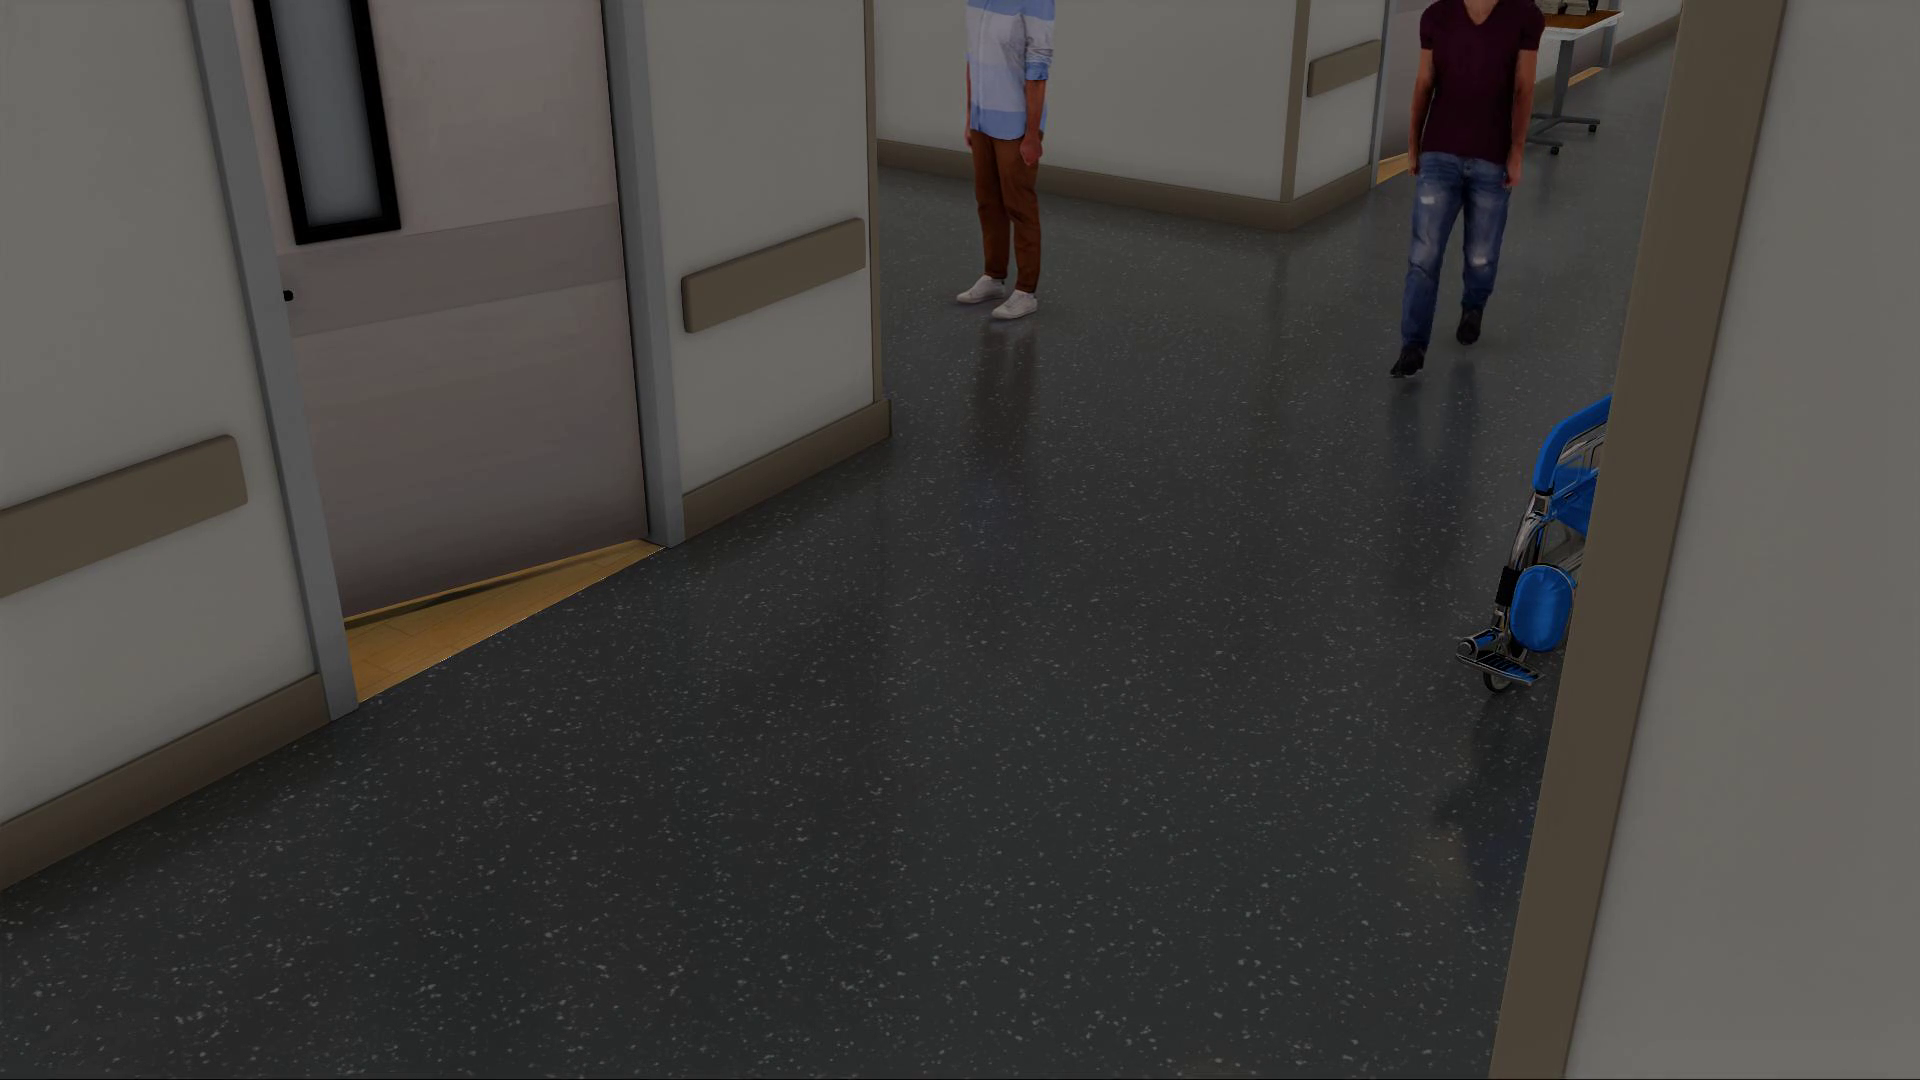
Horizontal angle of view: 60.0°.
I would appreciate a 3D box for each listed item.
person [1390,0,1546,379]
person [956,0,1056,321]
[{"bbox_3d":[2.152,-1.625,6.966,0.818,1.814,1.208,10,28,21],"label":"person"},{"bbox_3d":[0.214,-1.950,7.630,0.685,1.823,0.741,-19,32,-34],"label":"person"}]
